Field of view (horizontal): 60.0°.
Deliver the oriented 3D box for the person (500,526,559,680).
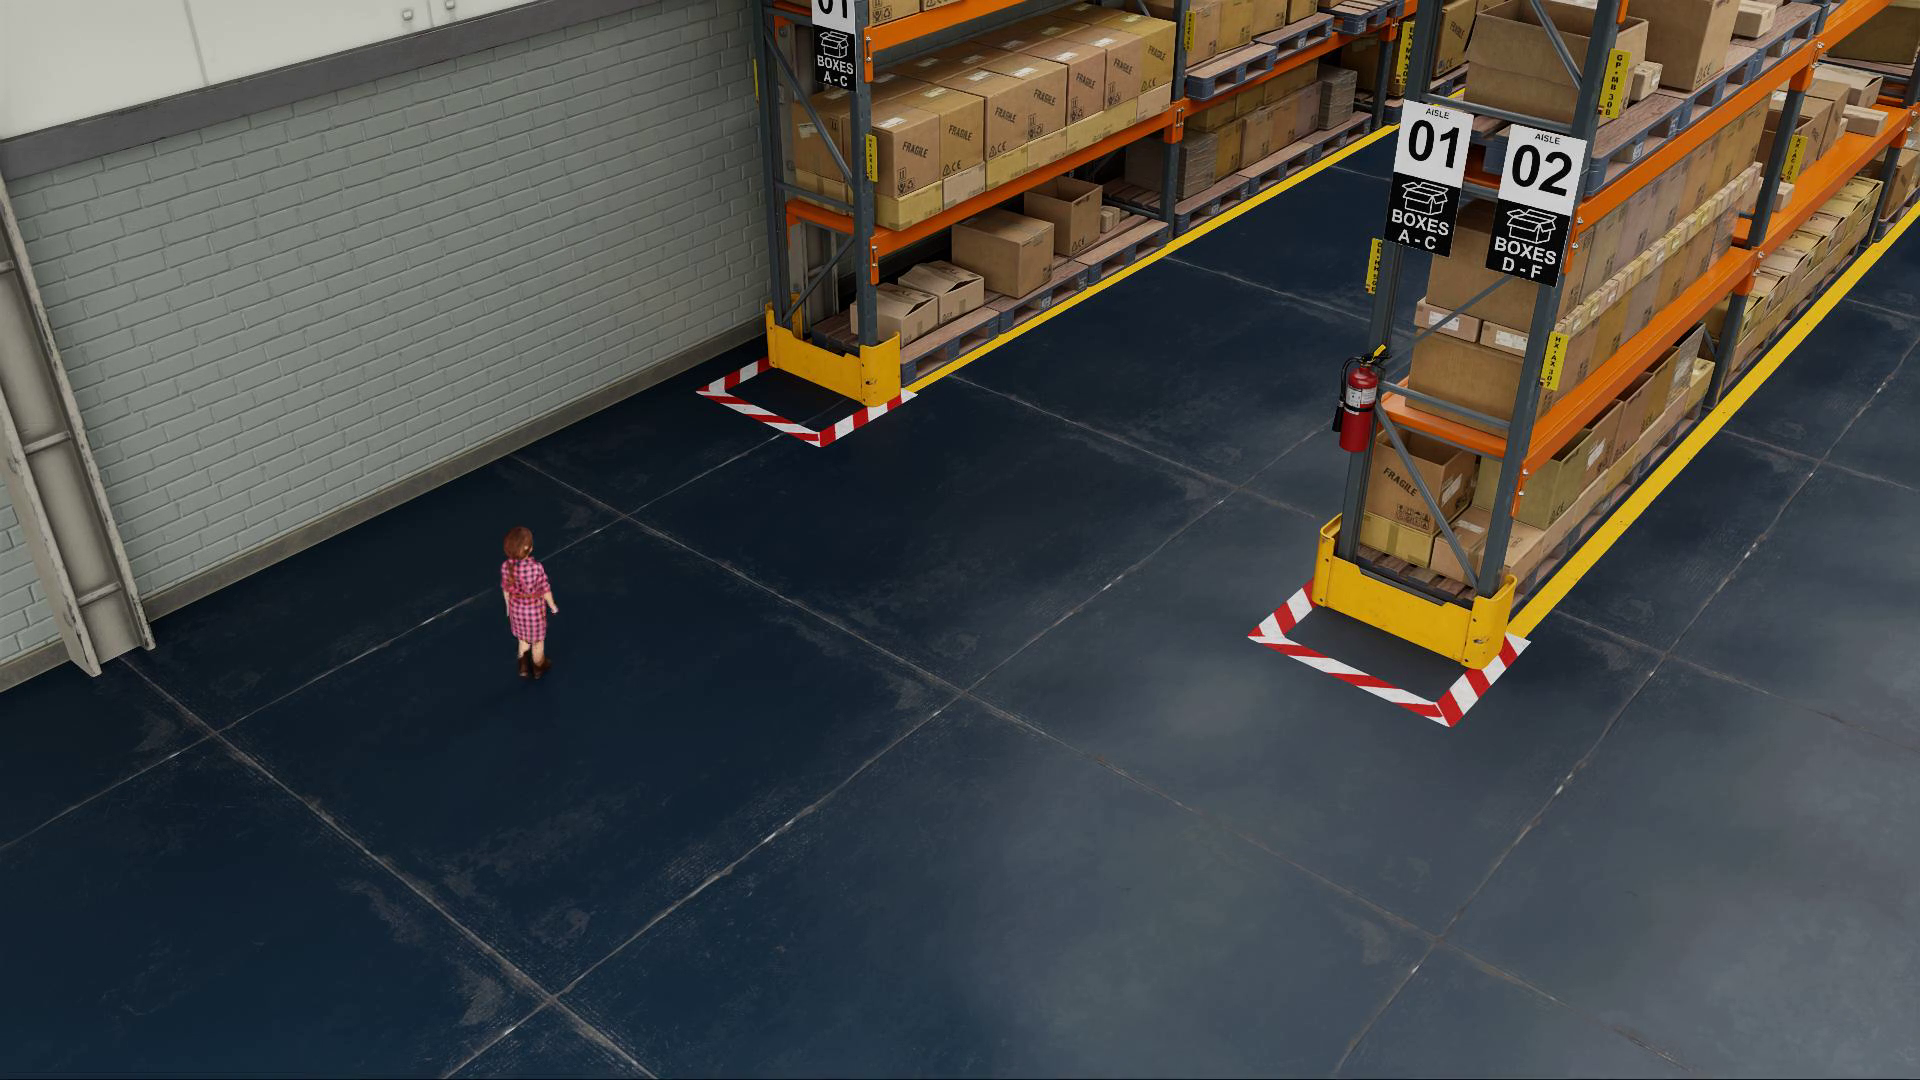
[{"bbox_3d":[-2.488,0.393,9.510,0.516,1.013,0.574,6,34,9],"label":"person"}]
